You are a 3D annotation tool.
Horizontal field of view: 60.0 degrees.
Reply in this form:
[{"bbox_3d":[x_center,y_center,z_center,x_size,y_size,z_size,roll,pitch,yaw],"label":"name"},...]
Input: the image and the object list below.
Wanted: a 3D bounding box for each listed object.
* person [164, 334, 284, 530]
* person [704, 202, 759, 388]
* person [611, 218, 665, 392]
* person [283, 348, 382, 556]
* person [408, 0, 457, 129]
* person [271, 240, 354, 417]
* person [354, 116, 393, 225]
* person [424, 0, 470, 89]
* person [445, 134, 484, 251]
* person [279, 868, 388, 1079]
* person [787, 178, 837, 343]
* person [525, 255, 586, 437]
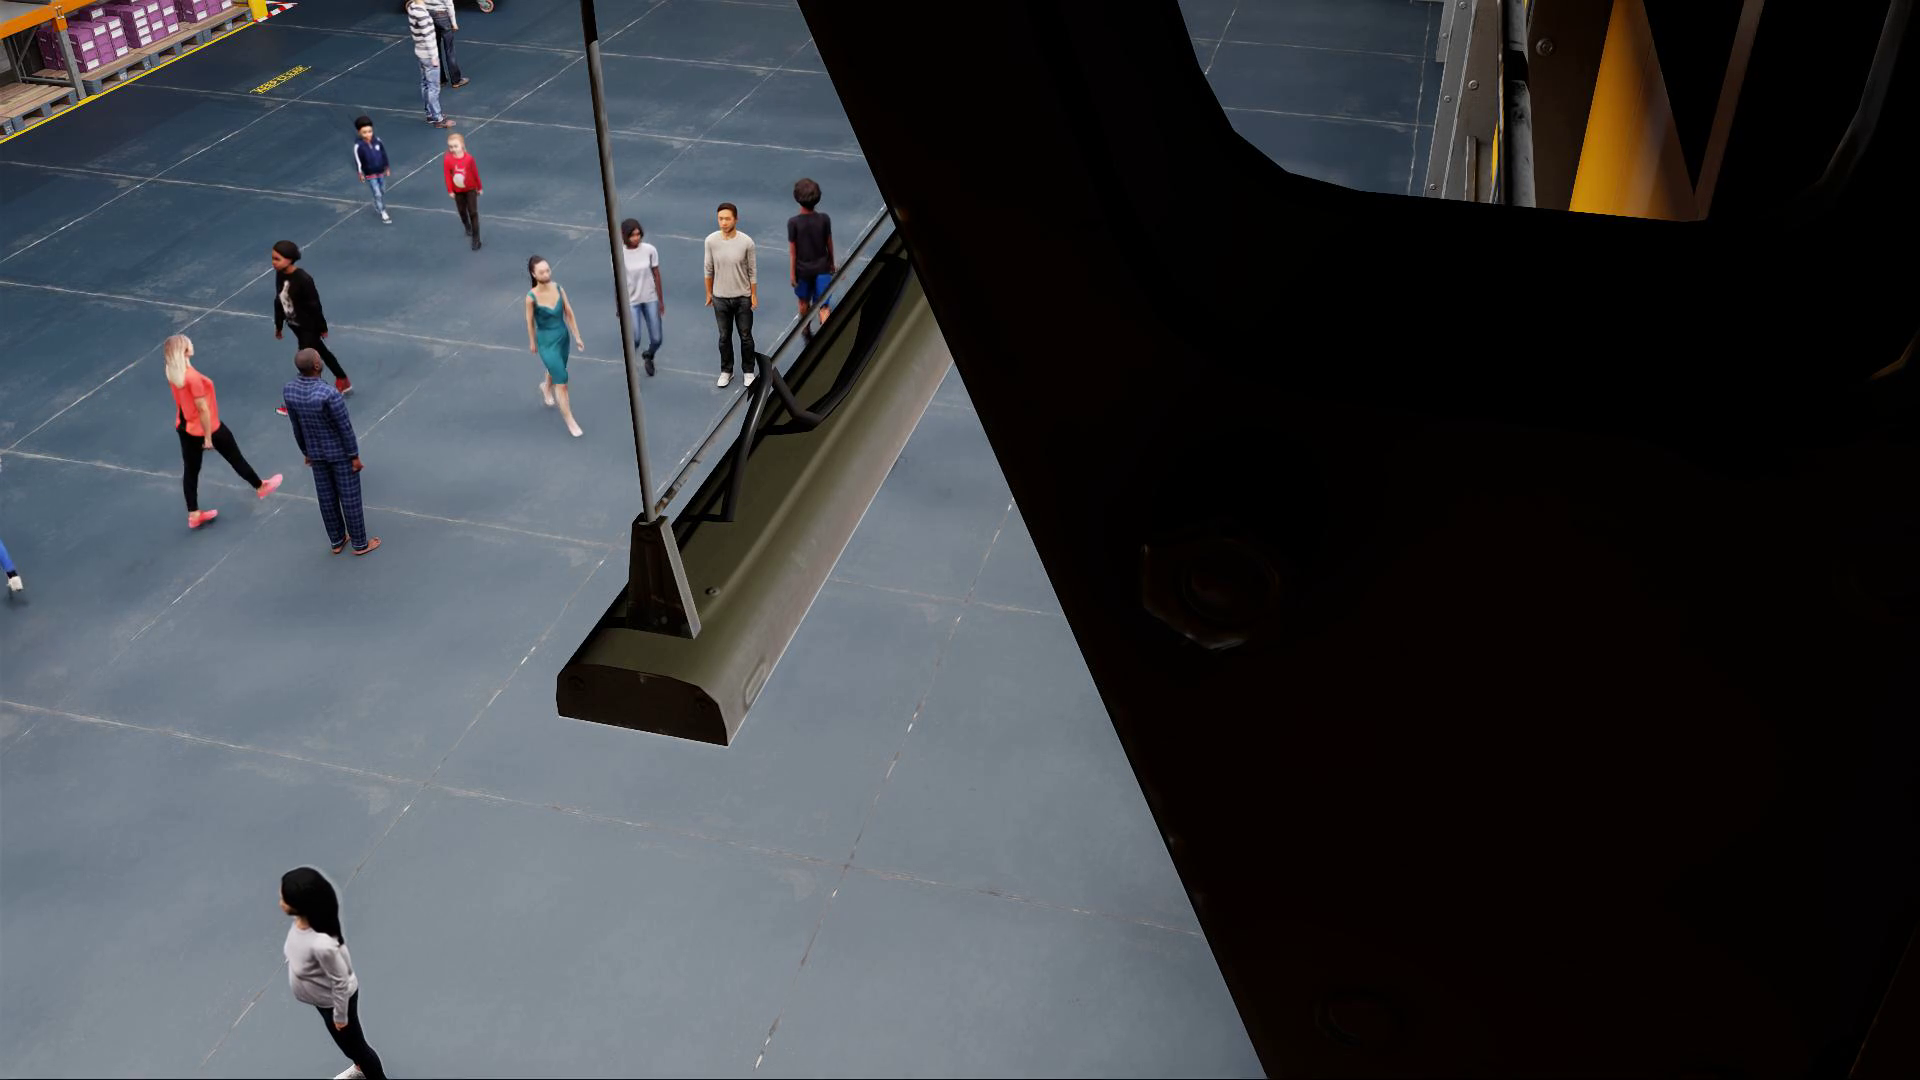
[{"bbox_3d":[-6.268,-0.851,13.537,0.789,1.654,1.129,18,38,25],"label":"person"},{"bbox_3d":[-2.132,-2.308,15.586,0.697,1.812,0.634,1,34,1],"label":"person"},{"bbox_3d":[-3.005,-2.228,15.559,0.762,1.707,0.826,-13,36,-19],"label":"person"},{"bbox_3d":[-4.988,-0.699,13.153,0.668,1.825,0.601,7,34,11],"label":"person"},{"bbox_3d":[-6.927,-6.311,21.569,0.770,1.854,0.711,-18,38,-25],"label":"person"},{"bbox_3d":[-5.943,-1.987,15.264,0.844,1.634,1.156,20,39,27],"label":"person"},{"bbox_3d":[-6.738,-4.267,19.078,0.809,1.208,0.837,-22,40,-30],"label":"person"},{"bbox_3d":[-7.182,-7.180,22.910,0.646,1.818,0.533,9,35,13],"label":"person"},{"bbox_3d":[-5.514,-3.923,18.515,0.767,1.258,0.980,-7,34,-11],"label":"person"},{"bbox_3d":[-3.270,2.351,8.677,0.738,1.700,0.706,-23,40,-31],"label":"person"},{"bbox_3d":[-1.397,-2.572,16.028,1.028,1.761,1.236,-9,35,-13],"label":"person"},{"bbox_3d":[-3.689,-1.778,14.941,1.044,1.642,0.948,-29,43,-36],"label":"person"}]
